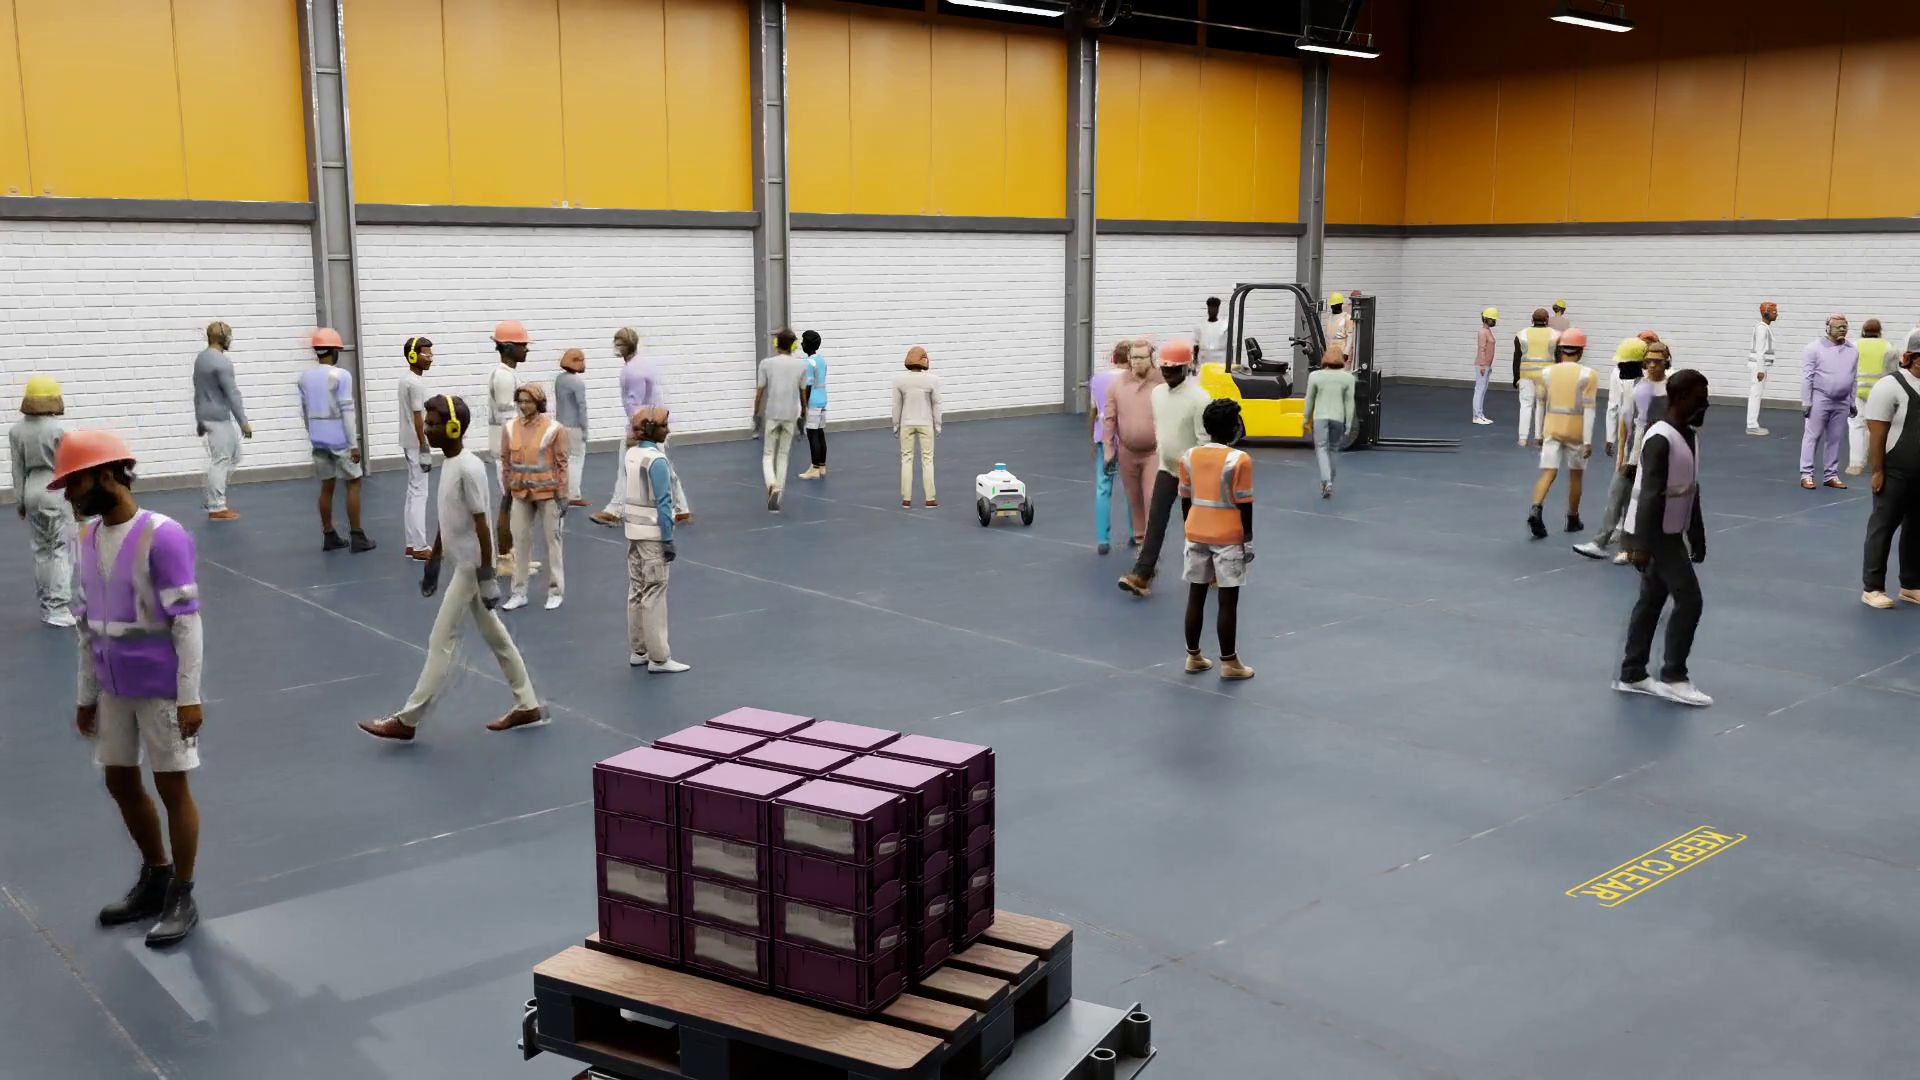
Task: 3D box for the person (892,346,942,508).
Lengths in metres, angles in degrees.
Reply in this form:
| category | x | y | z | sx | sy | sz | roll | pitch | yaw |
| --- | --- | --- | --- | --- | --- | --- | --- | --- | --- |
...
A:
| category | x | y | z | sx | sy | sz | roll | pitch | yaw |
| --- | --- | --- | --- | --- | --- | --- | --- | --- | --- |
| person | -0.433 | -1.133 | 16.764 | 0.503 | 1.631 | 0.282 | 1 | 10 | 7 |

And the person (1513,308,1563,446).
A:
| category | x | y | z | sx | sy | sz | roll | pitch | yaw |
| --- | --- | --- | --- | --- | --- | --- | --- | --- | --- |
| person | 7.718 | -2.173 | 22.246 | 0.633 | 1.842 | 0.429 | 3 | 10 | 20 |

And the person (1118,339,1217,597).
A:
| category | x | y | z | sx | sy | sz | roll | pitch | yaw |
| --- | --- | --- | --- | --- | --- | --- | --- | --- | --- |
| person | 1.633 | -0.535 | 12.399 | 1.099 | 1.918 | 0.630 | -9 | 13 | -41 |

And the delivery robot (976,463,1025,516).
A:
| category | x | y | z | sx | sy | sz | roll | pitch | yaw |
| --- | --- | --- | --- | --- | --- | --- | --- | --- | --- |
| delivery robot | 0.385 | -0.487 | 15.863 | 0.477 | 0.478 | 0.707 | -2 | 10 | -12 |

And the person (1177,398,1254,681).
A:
| category | x | y | z | sx | sy | sz | roll | pitch | yaw |
| --- | --- | --- | --- | --- | --- | --- | --- | --- | --- |
| person | 1.543 | -0.005 | 9.976 | 0.321 | 1.695 | 0.529 | -9 | 13 | -43 |

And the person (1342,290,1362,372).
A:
| category | x | y | z | sx | sy | sz | roll | pitch | yaw |
| --- | --- | --- | --- | --- | --- | --- | --- | --- | --- |
| person | 7.343 | -3.689 | 30.936 | 0.652 | 1.904 | 0.402 | 3 | 10 | 18 |

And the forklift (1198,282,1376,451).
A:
| category | x | y | z | sx | sy | sz | roll | pitch | yaw |
| --- | --- | --- | --- | --- | --- | --- | --- | --- | --- |
| forklift | 4.328 | -2.346 | 22.227 | 2.313 | 2.155 | 1.214 | 3 | 10 | 16 |

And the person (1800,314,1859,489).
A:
| category | x | y | z | sx | sy | sz | roll | pitch | yaw |
| --- | --- | --- | --- | --- | --- | --- | --- | --- | --- |
| person | 9.486 | -1.502 | 18.125 | 0.638 | 1.909 | 0.408 | -1 | 10 | -6 |

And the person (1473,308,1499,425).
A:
| category | x | y | z | sx | sy | sz | roll | pitch | yaw |
| --- | --- | --- | --- | --- | --- | --- | --- | --- | --- |
| person | 7.947 | -2.625 | 25.134 | 0.320 | 1.762 | 0.522 | 5 | 11 | 27 |

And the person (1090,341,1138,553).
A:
| category | x | y | z | sx | sy | sz | roll | pitch | yaw |
| --- | --- | --- | --- | --- | --- | --- | --- | --- | --- |
| person | 1.391 | -0.813 | 14.384 | 0.598 | 1.791 | 0.883 | 4 | 11 | 24 |

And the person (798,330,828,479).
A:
| category | x | y | z | sx | sy | sz | roll | pitch | yaw |
| --- | --- | --- | --- | --- | --- | --- | --- | --- | --- |
| person | -1.681 | -1.538 | 18.953 | 0.317 | 1.696 | 0.539 | 2 | 10 | 14 |

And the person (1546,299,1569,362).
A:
| category | x | y | z | sx | sy | sz | roll | pitch | yaw |
| --- | --- | --- | --- | --- | --- | --- | --- | --- | --- |
| person | 10.704 | -3.428 | 29.814 | 0.311 | 1.769 | 0.522 | -7 | 12 | -34 |

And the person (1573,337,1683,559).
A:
| category | x | y | z | sx | sy | sz | roll | pitch | yaw |
| --- | --- | --- | --- | --- | --- | --- | --- | --- | --- |
| person | 5.624 | -0.738 | 13.765 | 0.937 | 1.872 | 0.596 | 1 | 10 | 3 |

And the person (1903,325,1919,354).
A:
| category | x | y | z | sx | sy | sz | roll | pitch | yaw |
| --- | --- | --- | --- | --- | --- | --- | --- | --- | --- |
| person | 12.144 | -1.988 | 20.970 | 0.402 | 1.906 | 0.652 | 1 | 10 | 6 |

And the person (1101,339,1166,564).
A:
| category | x | y | z | sx | sy | sz | roll | pitch | yaw |
| --- | --- | --- | --- | --- | --- | --- | --- | --- | --- |
| person | 1.462 | -0.677 | 13.447 | 0.659 | 1.871 | 0.916 | 4 | 10 | 21 |

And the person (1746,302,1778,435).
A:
| category | x | y | z | sx | sy | sz | roll | pitch | yaw |
| --- | --- | --- | --- | --- | --- | --- | --- | --- | --- |
| person | 11.422 | -2.441 | 23.695 | 0.360 | 1.882 | 0.575 | 5 | 11 | 28 |

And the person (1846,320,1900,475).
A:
| category | x | y | z | sx | sy | sz | roll | pitch | yaw |
| --- | --- | --- | --- | --- | --- | --- | --- | --- | --- |
| person | 10.596 | -1.682 | 19.512 | 0.651 | 1.781 | 0.960 | 4 | 10 | 22 |

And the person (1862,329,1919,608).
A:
| category | x | y | z | sx | sy | sz | roll | pitch | yaw |
| --- | --- | --- | --- | --- | --- | --- | --- | --- | --- |
| person | 6.898 | -0.520 | 11.982 | 0.682 | 2.000 | 0.536 | -2 | 10 | -11 |

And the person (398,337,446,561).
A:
| category | x | y | z | sx | sy | sz | roll | pitch | yaw |
| --- | --- | --- | --- | --- | --- | --- | --- | --- | --- |
| person | -4.512 | -0.757 | 13.897 | 0.335 | 1.864 | 0.521 | -5 | 11 | -26 |

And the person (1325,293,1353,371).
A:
| category | x | y | z | sx | sy | sz | roll | pitch | yaw |
| --- | --- | --- | --- | --- | --- | --- | --- | --- | --- |
| person | 6.347 | -3.201 | 28.045 | 0.382 | 1.917 | 0.585 | -6 | 11 | -30 |

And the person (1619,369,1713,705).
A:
| category | x | y | z | sx | sy | sz | roll | pitch | yaw |
| --- | --- | --- | --- | --- | --- | --- | --- | --- | --- |
| person | 4.115 | -0.014 | 9.428 | 0.693 | 1.895 | 0.631 | 7 | 12 | 35 |

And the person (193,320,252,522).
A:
| category | x | y | z | sx | sy | sz | roll | pitch | yaw |
| --- | --- | --- | --- | --- | --- | --- | --- | --- | --- |
| person | -7.075 | -1.133 | 15.923 | 0.473 | 1.919 | 0.645 | -8 | 12 | -38 |

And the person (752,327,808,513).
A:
| category | x | y | z | sx | sy | sz | roll | pitch | yaw |
| --- | --- | --- | --- | --- | --- | --- | --- | --- | --- |
| person | -1.770 | -1.171 | 16.398 | 0.547 | 1.833 | 0.539 | -1 | 10 | -6 |

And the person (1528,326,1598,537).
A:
| category | x | y | z | sx | sy | sz | roll | pitch | yaw |
| --- | --- | --- | --- | --- | --- | --- | --- | --- | --- |
| person | 5.454 | -0.975 | 15.062 | 0.557 | 1.908 | 0.898 | 8 | 13 | 40 |

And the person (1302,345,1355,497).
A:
| category | x | y | z | sx | sy | sz | roll | pitch | yaw |
| --- | --- | --- | --- | --- | --- | --- | --- | --- | --- |
| person | 3.918 | -1.262 | 17.619 | 0.507 | 1.607 | 0.776 | 0 | 10 | 0 |

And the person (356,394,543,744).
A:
| category | x | y | z | sx | sy | sz | roll | pitch | yaw |
| --- | --- | --- | --- | --- | --- | --- | --- | --- | --- |
| person | -2.679 | 0.151 | 8.695 | 0.990 | 1.813 | 0.530 | -4 | 11 | -25 |

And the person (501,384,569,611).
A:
| category | x | y | z | sx | sy | sz | roll | pitch | yaw |
| --- | --- | --- | --- | --- | --- | --- | --- | --- | --- |
| person | -3.058 | -0.292 | 11.876 | 0.528 | 1.627 | 0.481 | 2 | 10 | 12 |

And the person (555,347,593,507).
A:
| category | x | y | z | sx | sy | sz | roll | pitch | yaw |
| --- | --- | --- | --- | --- | --- | --- | --- | --- | --- |
| person | -3.896 | -1.134 | 16.801 | 0.359 | 1.617 | 0.527 | -9 | 13 | -42 |

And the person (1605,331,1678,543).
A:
| category | x | y | z | sx | sy | sz | roll | pitch | yaw |
| --- | --- | --- | --- | --- | --- | --- | --- | --- | --- |
| person | 5.996 | -0.897 | 14.649 | 0.587 | 1.882 | 0.342 | 3 | 10 | 20 |

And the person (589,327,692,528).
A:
| category | x | y | z | sx | sy | sz | roll | pitch | yaw |
| --- | --- | --- | --- | --- | --- | --- | --- | --- | --- |
| person | -2.969 | -1.037 | 15.495 | 0.961 | 1.889 | 0.643 | -3 | 10 | -19 |

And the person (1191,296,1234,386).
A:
| category | x | y | z | sx | sy | sz | roll | pitch | yaw |
| --- | --- | --- | --- | --- | --- | --- | --- | --- | --- |
| person | 3.749 | -2.650 | 24.716 | 0.625 | 1.948 | 0.740 | 4 | 11 | 23 |

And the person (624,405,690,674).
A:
| category | x | y | z | sx | sy | sz | roll | pitch | yaw |
| --- | --- | --- | --- | --- | --- | --- | --- | --- | --- |
| person | -1.888 | -0.006 | 10.159 | 0.314 | 1.636 | 0.514 | -6 | 12 | -33 |

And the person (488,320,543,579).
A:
| category | x | y | z | sx | sy | sz | roll | pitch | yaw |
| --- | --- | --- | --- | --- | --- | --- | --- | --- | --- |
| person | -3.512 | -0.711 | 13.130 | 0.398 | 2.036 | 0.616 | -2 | 10 | -13 |

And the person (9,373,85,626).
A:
| category | x | y | z | sx | sy | sz | roll | pitch | yaw |
| --- | --- | --- | --- | --- | --- | --- | --- | --- | --- |
| person | -6.274 | -0.255 | 11.461 | 0.495 | 1.722 | 0.369 | 2 | 10 | 10 |

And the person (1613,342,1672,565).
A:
| category | x | y | z | sx | sy | sz | roll | pitch | yaw |
| --- | --- | --- | --- | --- | --- | --- | --- | --- | --- |
| person | 5.636 | -0.693 | 13.570 | 0.520 | 1.843 | 0.330 | 6 | 11 | 31 |

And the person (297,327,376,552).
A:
| category | x | y | z | sx | sy | sz | roll | pitch | yaw |
| --- | --- | --- | --- | --- | --- | --- | --- | --- | --- |
| person | -5.365 | -0.851 | 14.256 | 0.593 | 1.924 | 0.408 | 4 | 10 | 22 |

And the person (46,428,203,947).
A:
| category | x | y | z | sx | sy | sz | roll | pitch | yaw |
| --- | --- | --- | --- | --- | --- | --- | --- | --- | --- |
| person | -3.037 | 0.546 | 6.183 | 0.584 | 1.899 | 0.417 | 4 | 10 | 21 |
